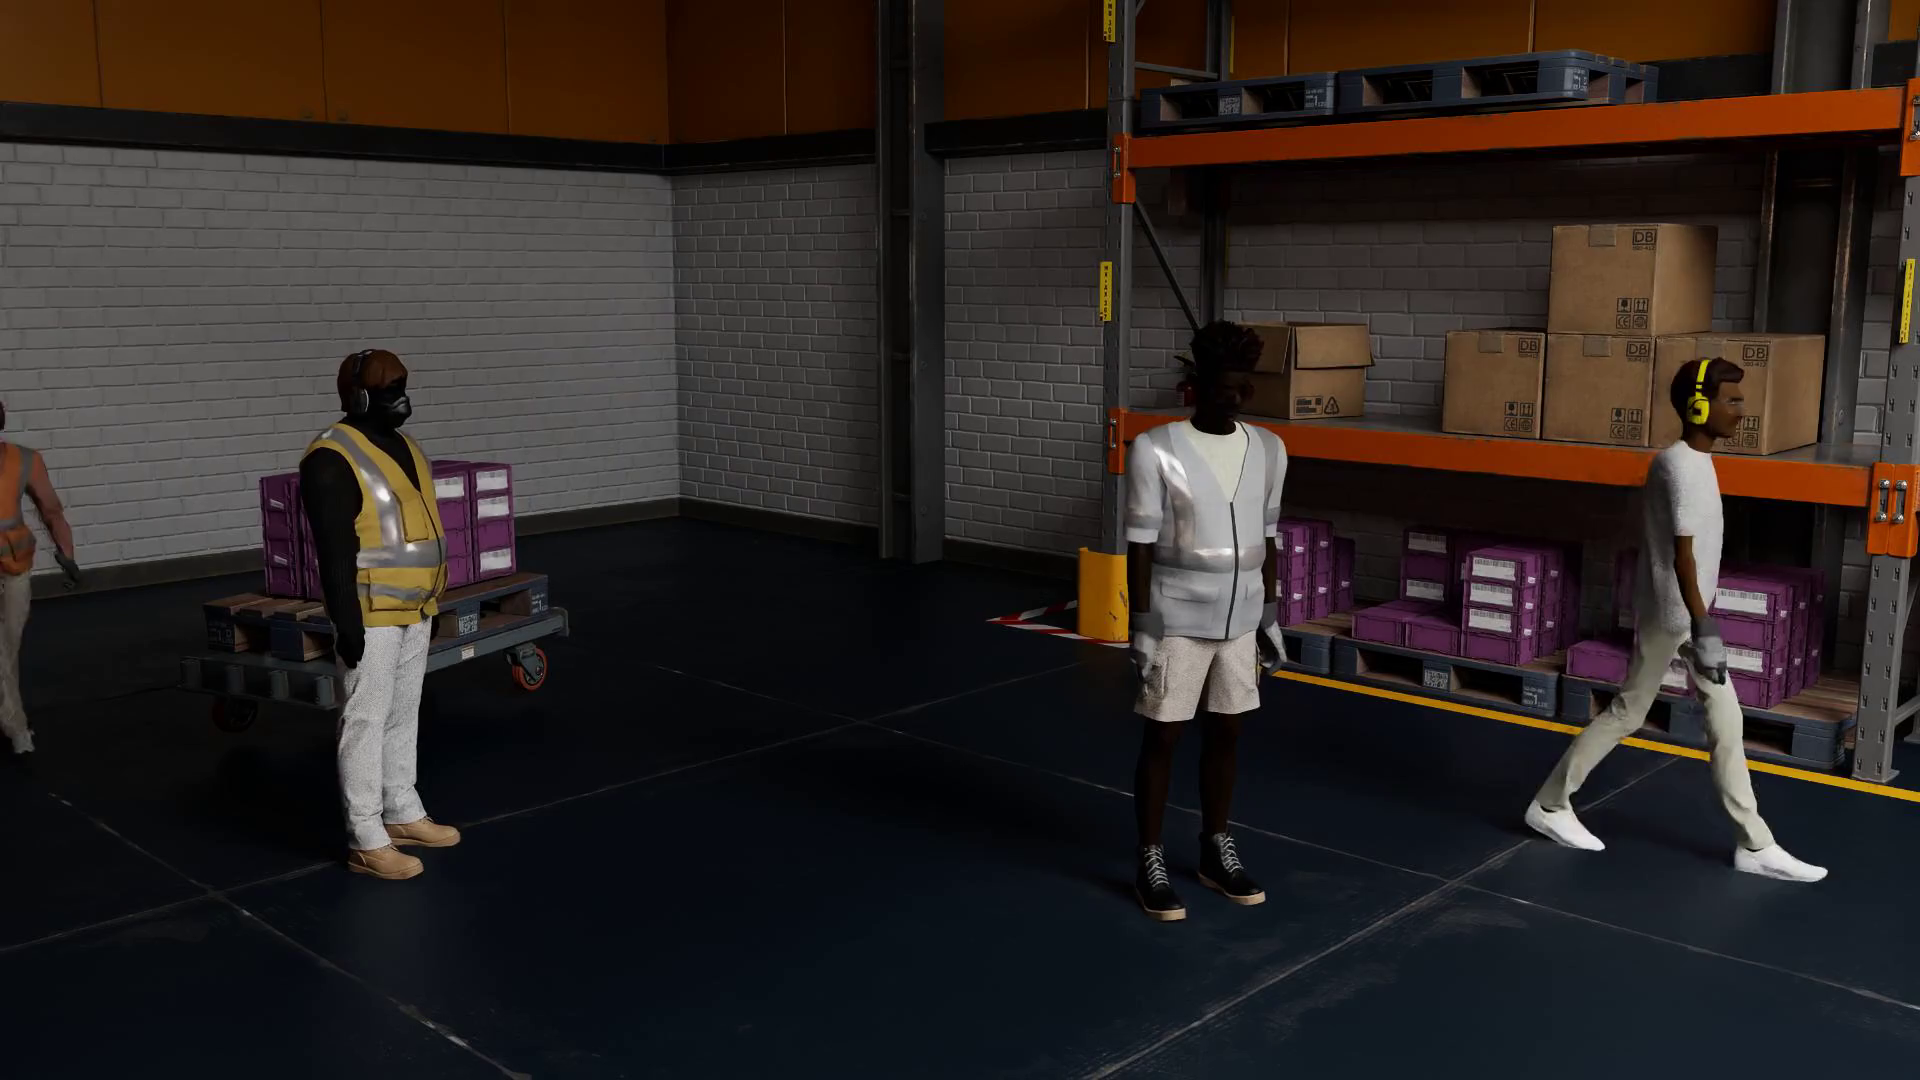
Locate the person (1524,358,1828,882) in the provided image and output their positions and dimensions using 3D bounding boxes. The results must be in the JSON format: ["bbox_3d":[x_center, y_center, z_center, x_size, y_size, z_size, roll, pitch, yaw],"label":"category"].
[{"bbox_3d":[2.521,0.269,5.870,1.005,1.827,0.526,7,11,35],"label":"person"}]

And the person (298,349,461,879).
[{"bbox_3d":[-2.027,0.250,5.890,0.429,1.844,0.624,1,9,8],"label":"person"}]

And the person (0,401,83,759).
[{"bbox_3d":[-4.167,0.142,7.232,0.807,1.600,0.553,7,12,38],"label":"person"}]

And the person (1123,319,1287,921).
[{"bbox_3d":[0.816,0.259,5.472,0.607,1.959,0.393,-4,10,-23],"label":"person"}]
